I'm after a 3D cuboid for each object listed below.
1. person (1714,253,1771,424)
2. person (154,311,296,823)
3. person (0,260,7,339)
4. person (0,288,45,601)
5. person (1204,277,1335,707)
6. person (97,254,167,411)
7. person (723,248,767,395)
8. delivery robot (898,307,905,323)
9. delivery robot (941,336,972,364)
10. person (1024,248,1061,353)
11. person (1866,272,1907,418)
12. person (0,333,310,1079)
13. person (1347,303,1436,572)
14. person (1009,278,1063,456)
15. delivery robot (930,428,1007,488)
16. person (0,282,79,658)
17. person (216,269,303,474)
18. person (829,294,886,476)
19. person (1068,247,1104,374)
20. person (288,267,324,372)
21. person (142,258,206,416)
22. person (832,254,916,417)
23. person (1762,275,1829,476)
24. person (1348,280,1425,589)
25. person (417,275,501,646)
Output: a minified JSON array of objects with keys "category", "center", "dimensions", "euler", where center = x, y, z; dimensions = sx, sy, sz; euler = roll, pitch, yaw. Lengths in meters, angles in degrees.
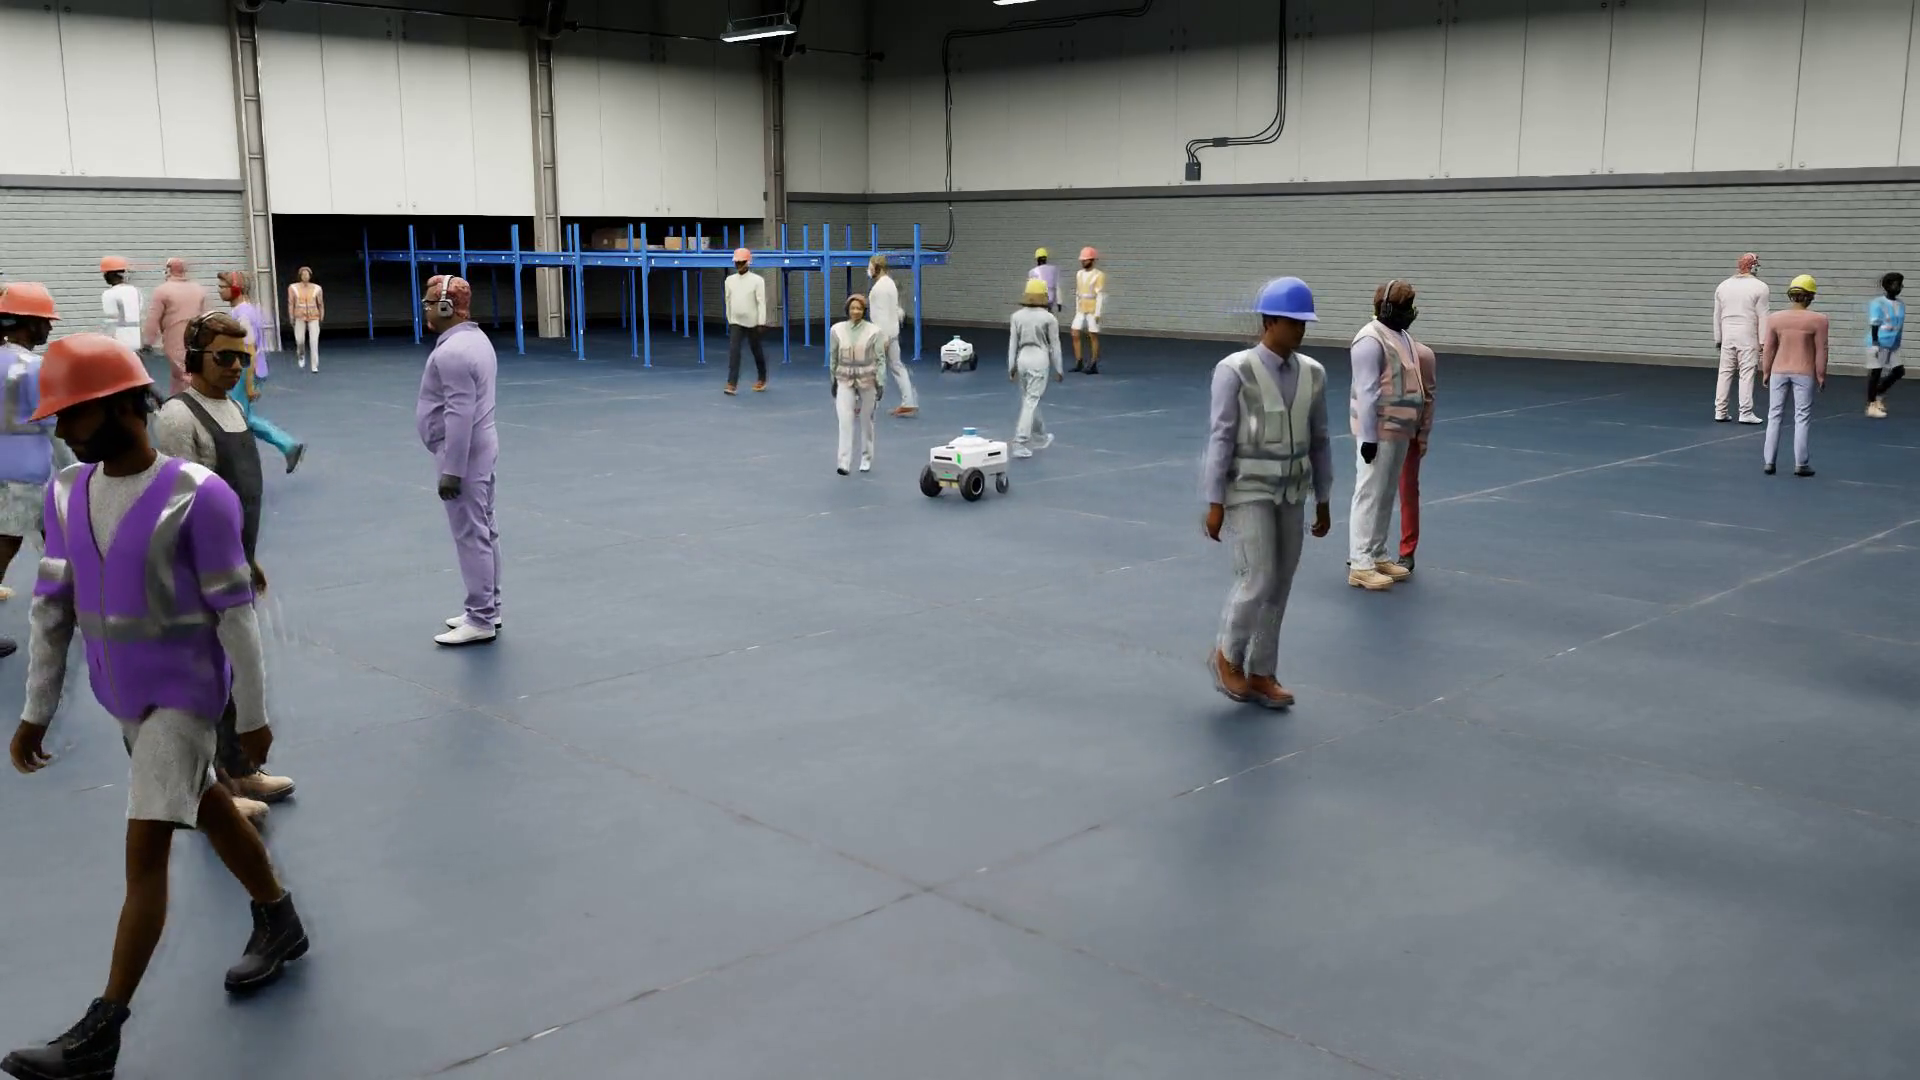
[{"category":"person","center":[8.846,-2.274,18.791],"dimensions":[0.409,1.907,0.651],"euler":[-7,12,-32]},{"category":"person","center":[-2.683,0.096,6.050],"dimensions":[0.348,1.842,0.505],"euler":[0,10,1]},{"category":"person","center":[-12.010,-2.612,20.850],"dimensions":[0.922,1.829,0.580],"euler":[-9,14,-40]},{"category":"person","center":[-5.446,-0.545,9.627],"dimensions":[0.841,1.807,0.647],"euler":[-1,10,-7]},{"category":"person","center":[1.382,-0.195,7.387],"dimensions":[0.634,1.926,0.436],"euler":[-6,12,-29]},{"category":"person","center":[-8.944,-2.115,17.929],"dimensions":[0.681,1.916,0.548],"euler":[2,11,11]},{"category":"person","center":[-2.882,-2.950,22.388],"dimensions":[0.632,1.944,1.053],"euler":[3,11,18]},{"category":"delivery robot","center":[-1.537,-5.289,38.784],"dimensions":[0.477,0.478,0.707],"euler":[-4,11,-20]},{"category":"delivery robot","center":[-0.048,-2.969,26.133],"dimensions":[0.477,0.478,0.707],"euler":[3,11,16]},{"category":"person","center":[1.481,-4.333,30.131],"dimensions":[0.603,1.862,1.053],"euler":[-6,12,-28]},{"category":"person","center":[10.757,-2.262,19.321],"dimensions":[0.536,1.685,0.362],"euler":[-3,11,-18]},{"category":"person","center":[-2.111,0.403,4.326],"dimensions":[0.547,1.867,1.066],"euler":[4,11,20]},{"category":"person","center":[2.729,-0.679,10.488],"dimensions":[0.329,1.765,0.525],"euler":[-9,14,-41]},{"category":"person","center":[0.754,-1.676,16.101],"dimensions":[0.500,1.686,0.911],"euler":[6,12,30]},{"category":"delivery robot","center":[0.077,-0.678,13.638],"dimensions":[0.477,0.478,0.707],"euler":[8,13,37]},{"category":"person","center":[-4.731,-0.373,8.514],"dimensions":[0.549,1.870,1.061],"euler":[7,13,35]},{"category":"person","center":[-6.051,-1.384,14.149],"dimensions":[0.693,1.830,0.579],"euler":[-5,11,-24]},{"category":"person","center":[-0.908,-1.365,14.678],"dimensions":[0.523,1.582,0.869],"euler":[1,10,6]},{"category":"person","center":[1.893,-3.492,25.389],"dimensions":[0.649,1.919,0.570],"euler":[-10,14,-44]},{"category":"person","center":[-10.143,-3.428,25.828],"dimensions":[0.529,1.625,0.438],"euler":[-5,11,-25]},{"category":"person","center":[-8.887,-2.266,18.896],"dimensions":[0.987,1.855,0.645],"euler":[3,11,18]},{"category":"person","center":[-0.982,-2.382,19.432],"dimensions":[1.019,1.882,0.658],"euler":[2,11,11]},{"category":"person","center":[7.399,-1.460,14.747],"dimensions":[0.533,1.765,0.329],"euler":[9,14,41]},{"category":"person","center":[2.587,-0.644,10.085],"dimensions":[0.429,1.841,0.634],"euler":[7,12,33]},{"category":"person","center":[-2.614,-0.418,8.671],"dimensions":[0.399,1.909,0.642],"euler":[-1,10,-5]}]
